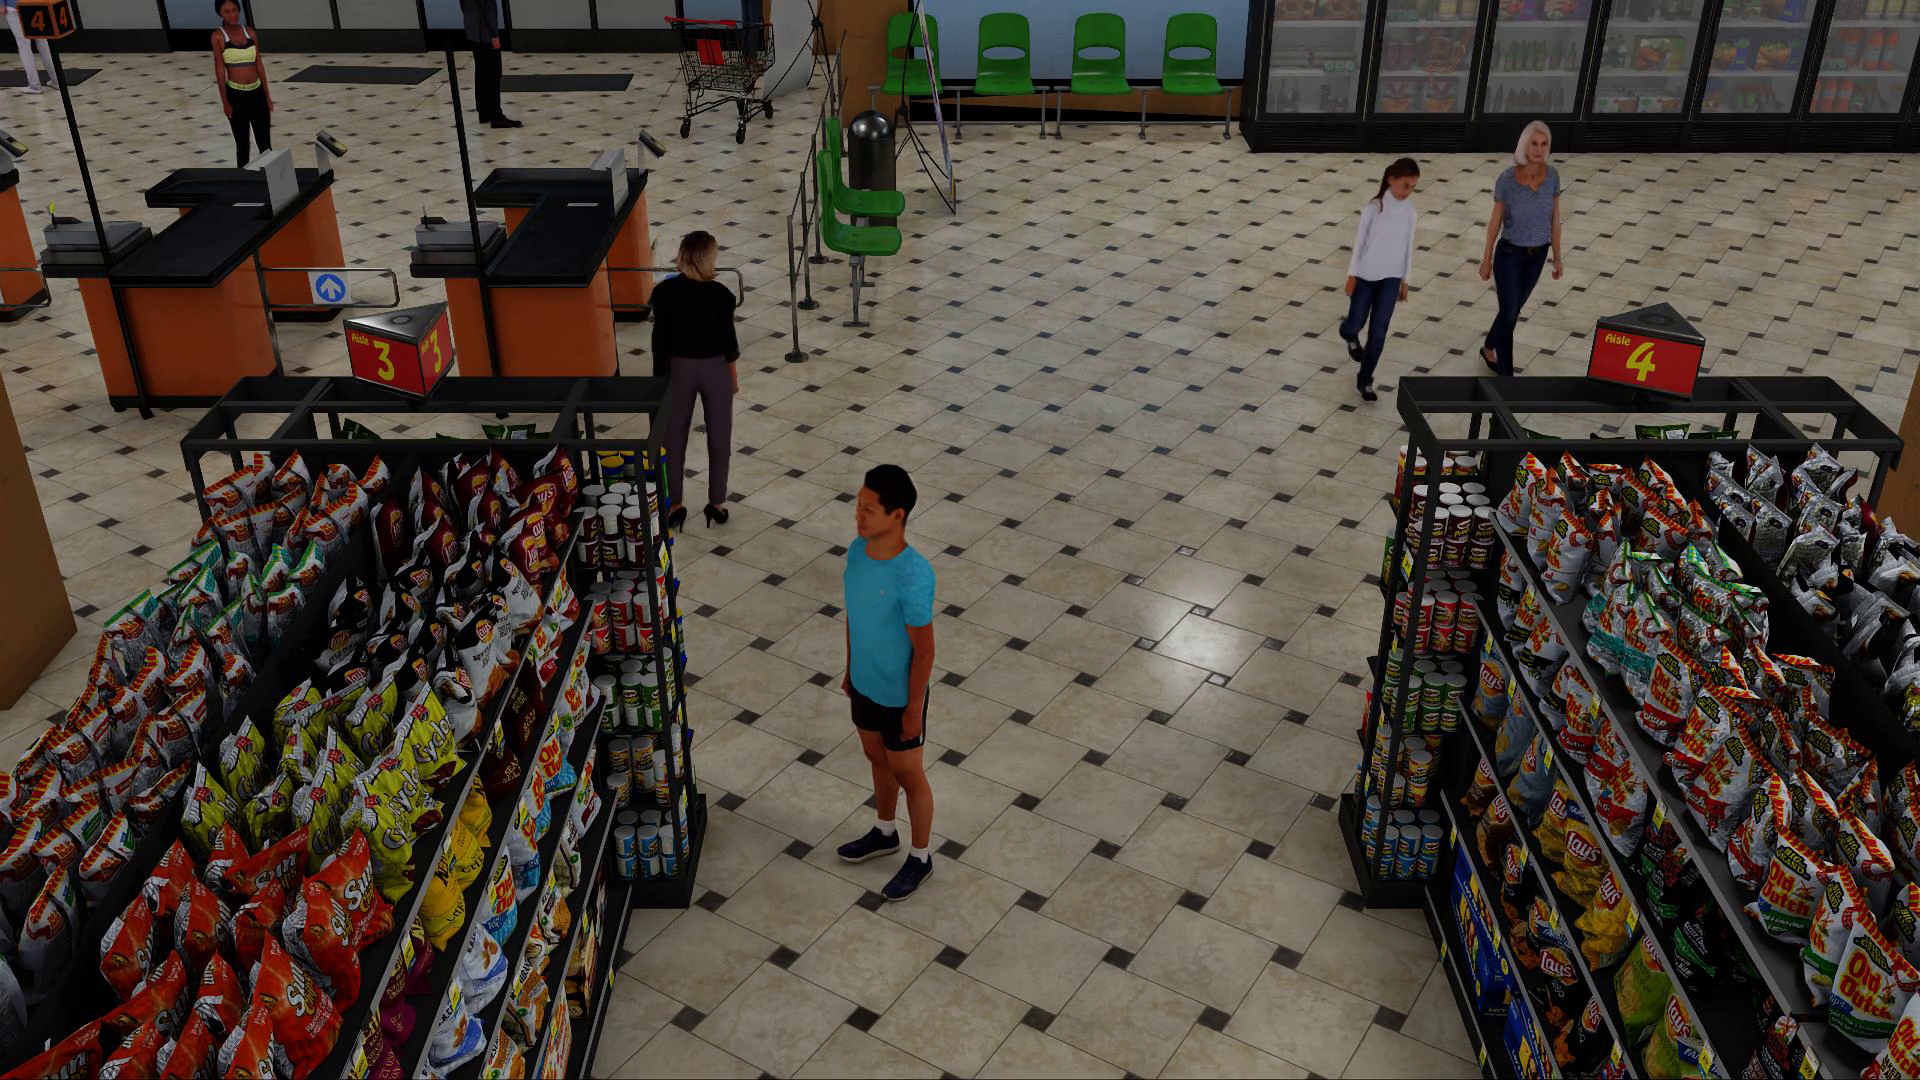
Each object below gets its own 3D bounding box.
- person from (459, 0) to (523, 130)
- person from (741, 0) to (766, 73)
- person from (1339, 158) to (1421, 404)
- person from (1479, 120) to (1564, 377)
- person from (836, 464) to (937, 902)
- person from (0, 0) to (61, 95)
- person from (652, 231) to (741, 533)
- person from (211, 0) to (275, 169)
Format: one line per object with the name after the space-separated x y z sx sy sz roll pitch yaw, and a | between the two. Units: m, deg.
-4.659 -4.992 16.271 0.871 1.840 0.776 -21 35 -33 | person
-2.329 -6.107 18.364 0.730 1.792 0.615 -14 32 -24 | person
2.633 -1.679 10.529 0.567 1.529 0.937 2 29 4 | person
3.549 -1.820 10.615 0.689 1.693 1.029 -5 29 -9 | person
-0.255 0.529 6.225 0.749 1.776 0.658 -20 35 -32 | person
-9.843 -5.657 17.438 0.802 1.888 0.689 16 32 26 | person
-1.435 -0.807 8.796 0.682 1.659 0.557 -7 29 -12 | person
-6.006 -3.695 13.986 0.638 1.754 0.694 -25 37 -37 | person
